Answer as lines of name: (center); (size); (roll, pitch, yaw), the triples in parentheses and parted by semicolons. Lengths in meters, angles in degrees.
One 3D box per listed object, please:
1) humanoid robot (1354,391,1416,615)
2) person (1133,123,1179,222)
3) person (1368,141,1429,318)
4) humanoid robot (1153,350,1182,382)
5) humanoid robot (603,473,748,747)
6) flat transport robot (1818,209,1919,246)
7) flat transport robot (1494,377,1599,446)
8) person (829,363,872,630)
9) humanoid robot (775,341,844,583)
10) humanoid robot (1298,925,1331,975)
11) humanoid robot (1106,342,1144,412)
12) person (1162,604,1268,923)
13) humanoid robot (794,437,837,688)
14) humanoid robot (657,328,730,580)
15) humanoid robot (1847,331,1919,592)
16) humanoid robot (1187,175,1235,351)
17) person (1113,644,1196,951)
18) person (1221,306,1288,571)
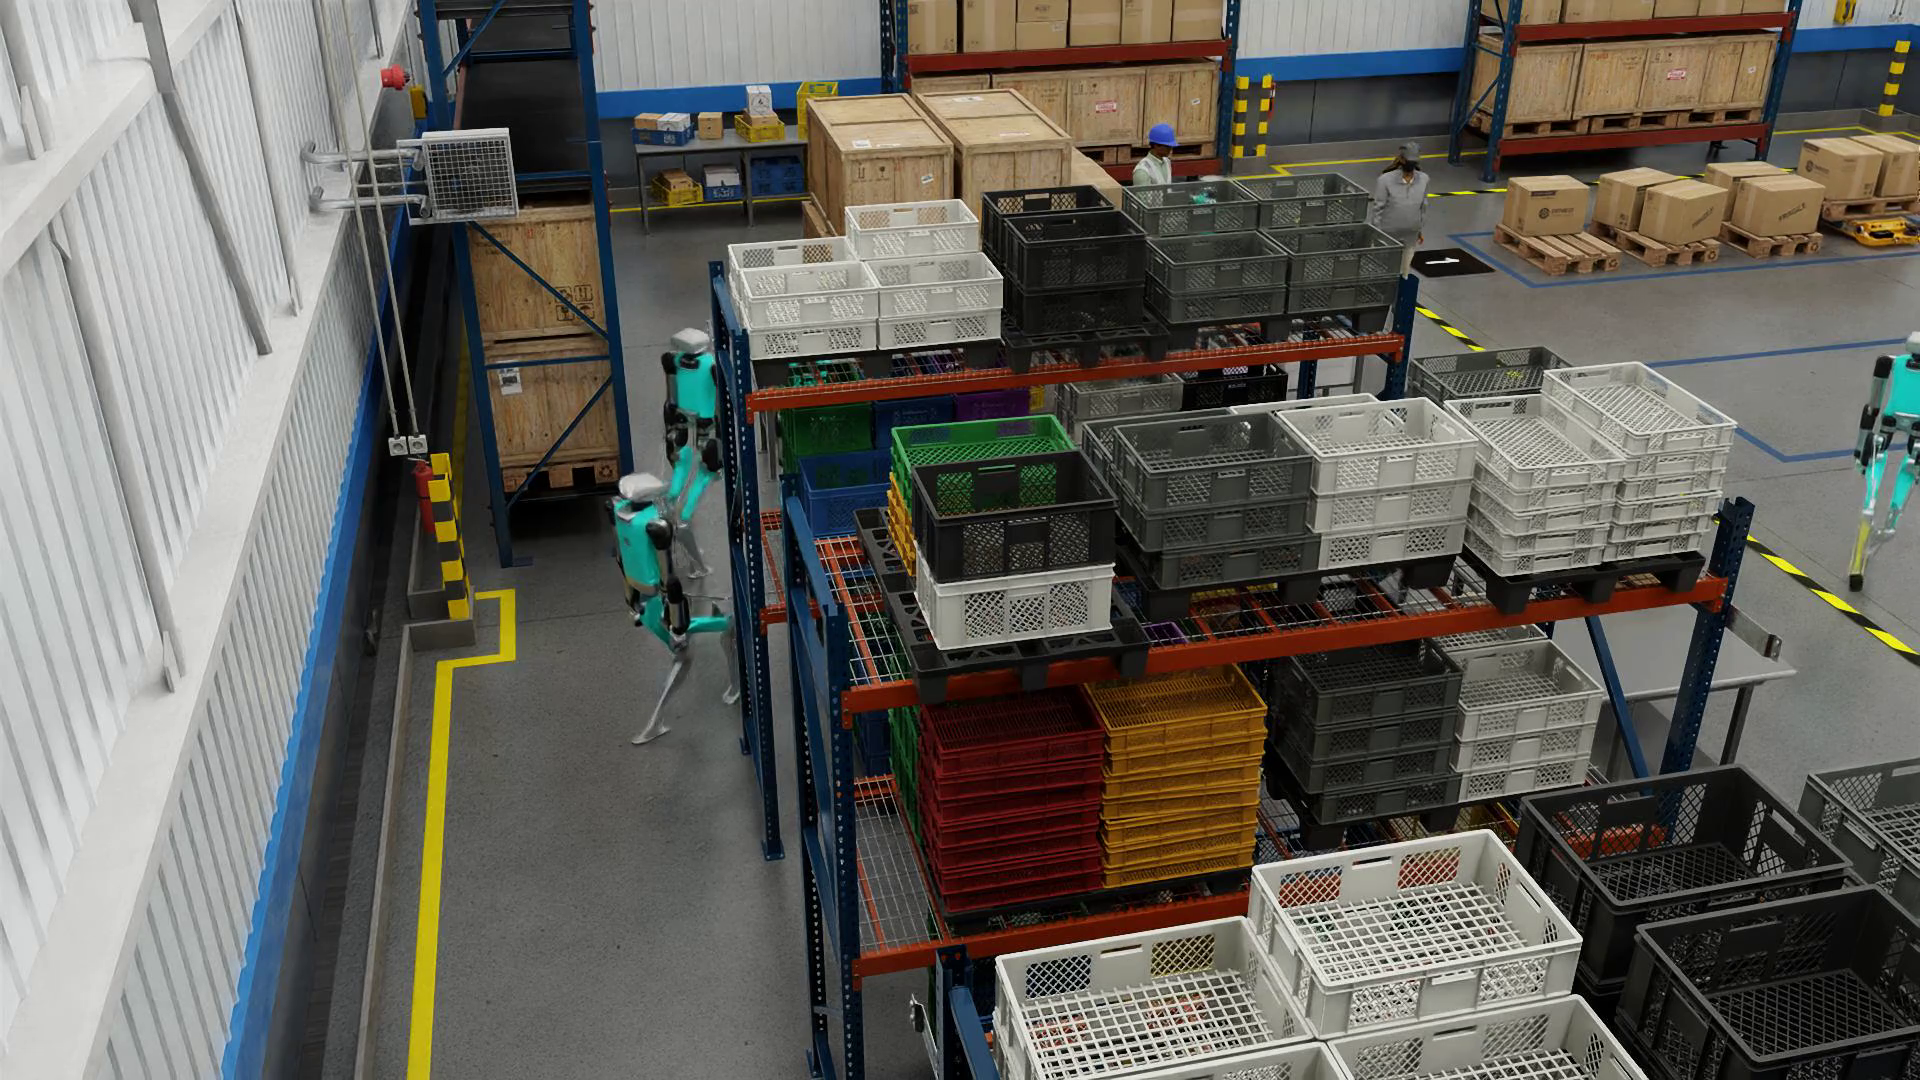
humanoid robot: (2.921, -0.229, 11.005); (0.470, 1.670, 0.589); (11, 30, 19)
person: (1.863, -3.054, 16.058); (0.413, 1.936, 0.610); (17, 32, 30)
person: (4.223, -2.981, 16.091); (0.563, 1.769, 0.396); (-6, 28, -10)
humanoid robot: (1.421, -0.741, 11.976); (0.609, 1.635, 0.623); (-5, 28, -10)
humanoid robot: (-1.586, 0.324, 9.896); (0.531, 1.773, 0.999); (24, 36, 38)
flat transport robot: (10.211, -3.687, 19.013); (0.652, 0.197, 1.431); (-6, 28, -12)
flat transport robot: (4.780, -1.036, 14.013); (0.659, 0.231, 1.431); (-6, 28, -12)
person: (-0.710, -0.272, 10.832); (0.355, 1.882, 0.573); (3, 28, 6)
humanoid robot: (-1.017, -0.470, 11.349); (0.538, 1.782, 0.738); (2, 28, 3)
humanoid robot: (1.385, 2.308, 6.088); (0.597, 1.772, 0.867); (-14, 31, -24)
humanoid robot: (1.129, -0.668, 11.800); (0.360, 1.651, 0.590); (16, 32, 27)
person: (1.285, 1.125, 8.221); (0.626, 1.846, 0.429); (-13, 30, -23)
humanoid robot: (-0.861, 0.107, 10.332); (0.358, 1.644, 0.614); (-20, 34, -33)
humanoid robot: (-1.924, -0.526, 11.463); (0.530, 1.775, 0.750); (14, 31, 25)
humanoid robot: (6.410, -0.467, 11.414); (0.532, 1.778, 1.015); (14, 31, 24)
humanoid robot: (2.365, -2.532, 15.310); (0.536, 1.781, 0.823); (12, 30, 22)
person: (0.937, 1.266, 7.977); (0.403, 1.823, 0.588); (17, 32, 29)
person: (1.979, -0.641, 11.378); (0.398, 2.031, 0.611); (-23, 35, -36)
